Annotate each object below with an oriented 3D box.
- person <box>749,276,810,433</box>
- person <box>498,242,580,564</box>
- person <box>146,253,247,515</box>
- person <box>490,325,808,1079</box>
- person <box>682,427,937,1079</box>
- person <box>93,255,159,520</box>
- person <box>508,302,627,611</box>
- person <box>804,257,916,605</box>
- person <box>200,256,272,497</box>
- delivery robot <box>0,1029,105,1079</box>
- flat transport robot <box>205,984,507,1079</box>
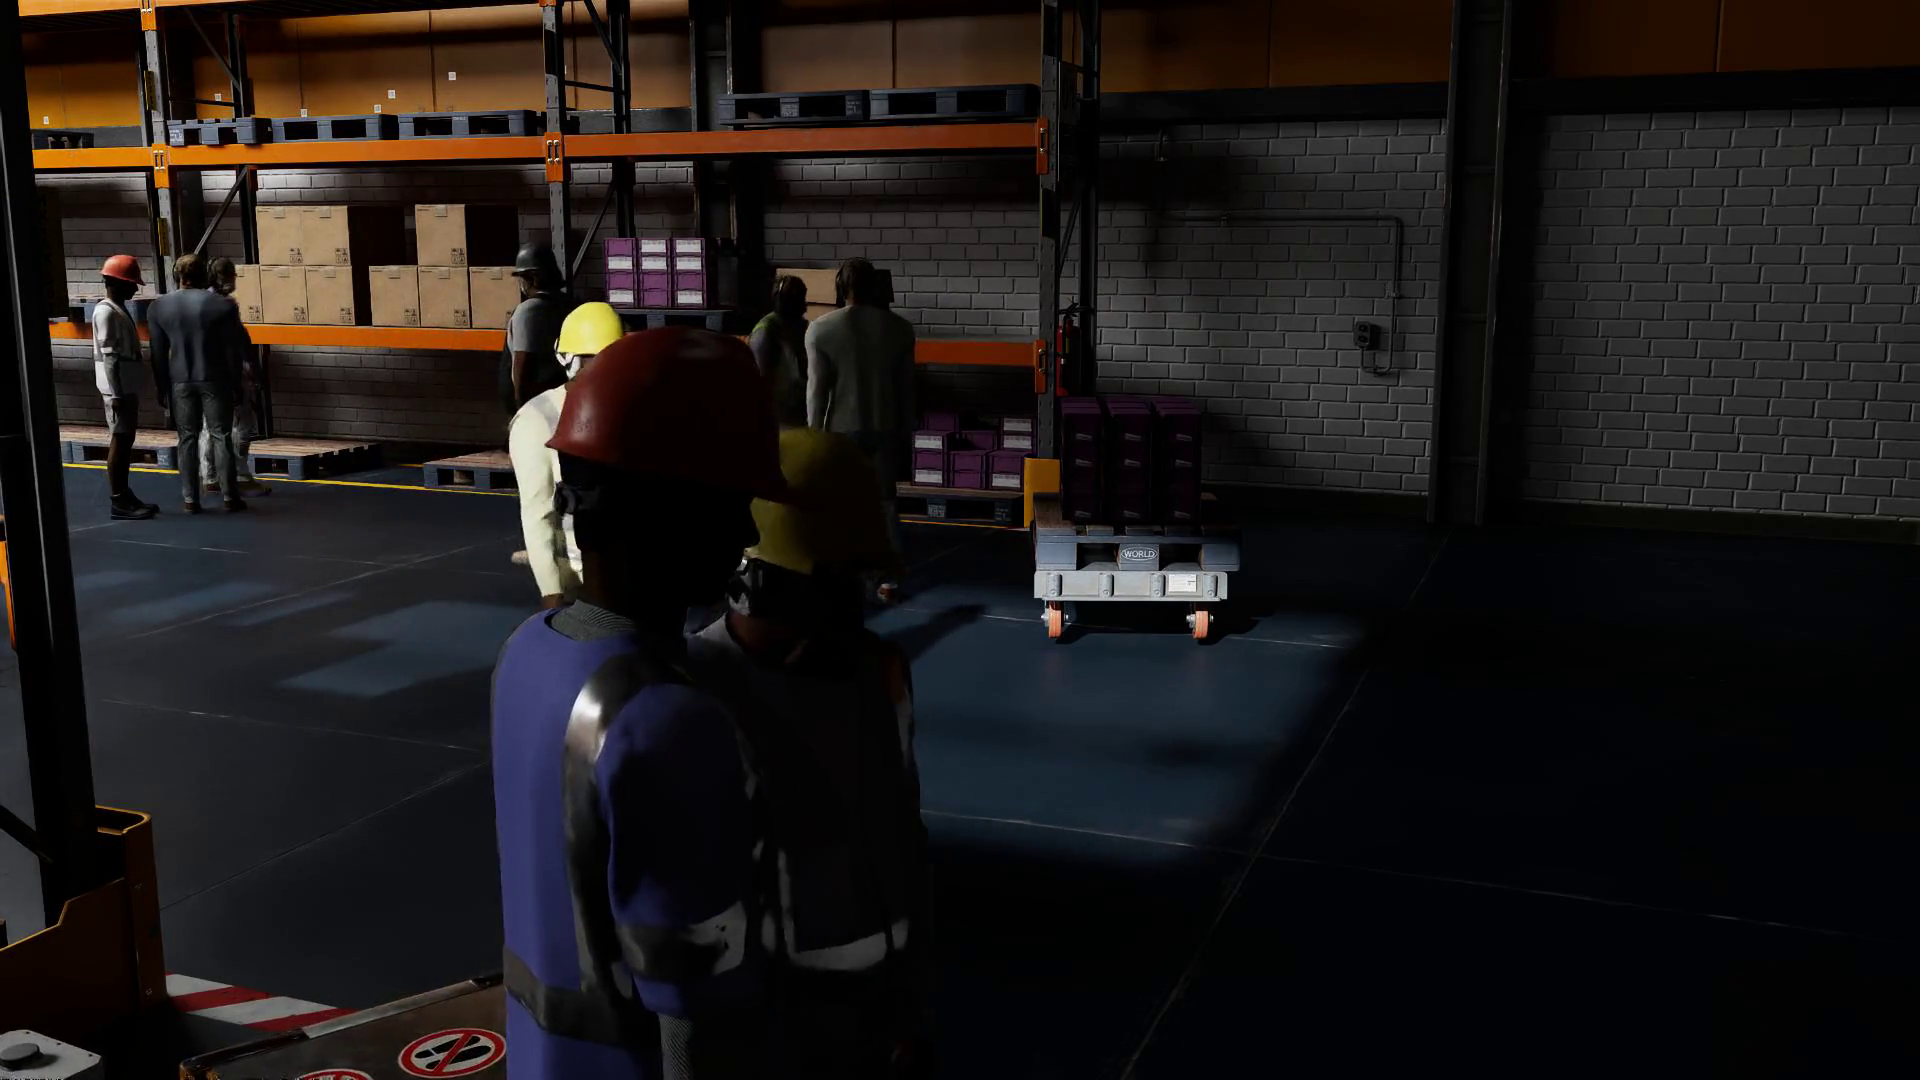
[{"bbox_3d":[-1.064,-0.853,11.096,0.954,1.791,0.624,4,11,22],"label":"person"},{"bbox_3d":[-2.646,-0.876,10.540,0.536,2.000,0.689,3,11,18],"label":"person"},{"bbox_3d":[-5.657,-1.153,12.369,0.627,1.941,0.374,-3,10,-14],"label":"person"},{"bbox_3d":[-0.346,0.713,2.003,0.372,1.928,0.543,-7,12,-33],"label":"person"},{"bbox_3d":[-0.305,0.706,2.473,0.935,1.782,0.597,7,12,34],"label":"person"},{"bbox_3d":[-6.100,-1.113,12.176,0.381,1.925,0.551,-3,11,-17],"label":"person"},{"bbox_3d":[-1.257,0.095,5.740,0.430,1.821,0.618,8,13,39],"label":"person"},{"bbox_3d":[-0.549,-0.586,9.210,0.635,1.936,0.355,-4,11,-20],"label":"person"},{"bbox_3d":[-5.744,-1.280,13.151,0.683,1.905,0.661,-3,11,-14],"label":"person"},{"bbox_3d":[-1.971,1.162,3.063,0.477,0.478,0.707,6,12,28],"label":"delivery robot"},{"bbox_3d":[-1.069,1.223,3.777,1.431,0.197,0.652,-8,13,-38],"label":"flat transport robot"}]
